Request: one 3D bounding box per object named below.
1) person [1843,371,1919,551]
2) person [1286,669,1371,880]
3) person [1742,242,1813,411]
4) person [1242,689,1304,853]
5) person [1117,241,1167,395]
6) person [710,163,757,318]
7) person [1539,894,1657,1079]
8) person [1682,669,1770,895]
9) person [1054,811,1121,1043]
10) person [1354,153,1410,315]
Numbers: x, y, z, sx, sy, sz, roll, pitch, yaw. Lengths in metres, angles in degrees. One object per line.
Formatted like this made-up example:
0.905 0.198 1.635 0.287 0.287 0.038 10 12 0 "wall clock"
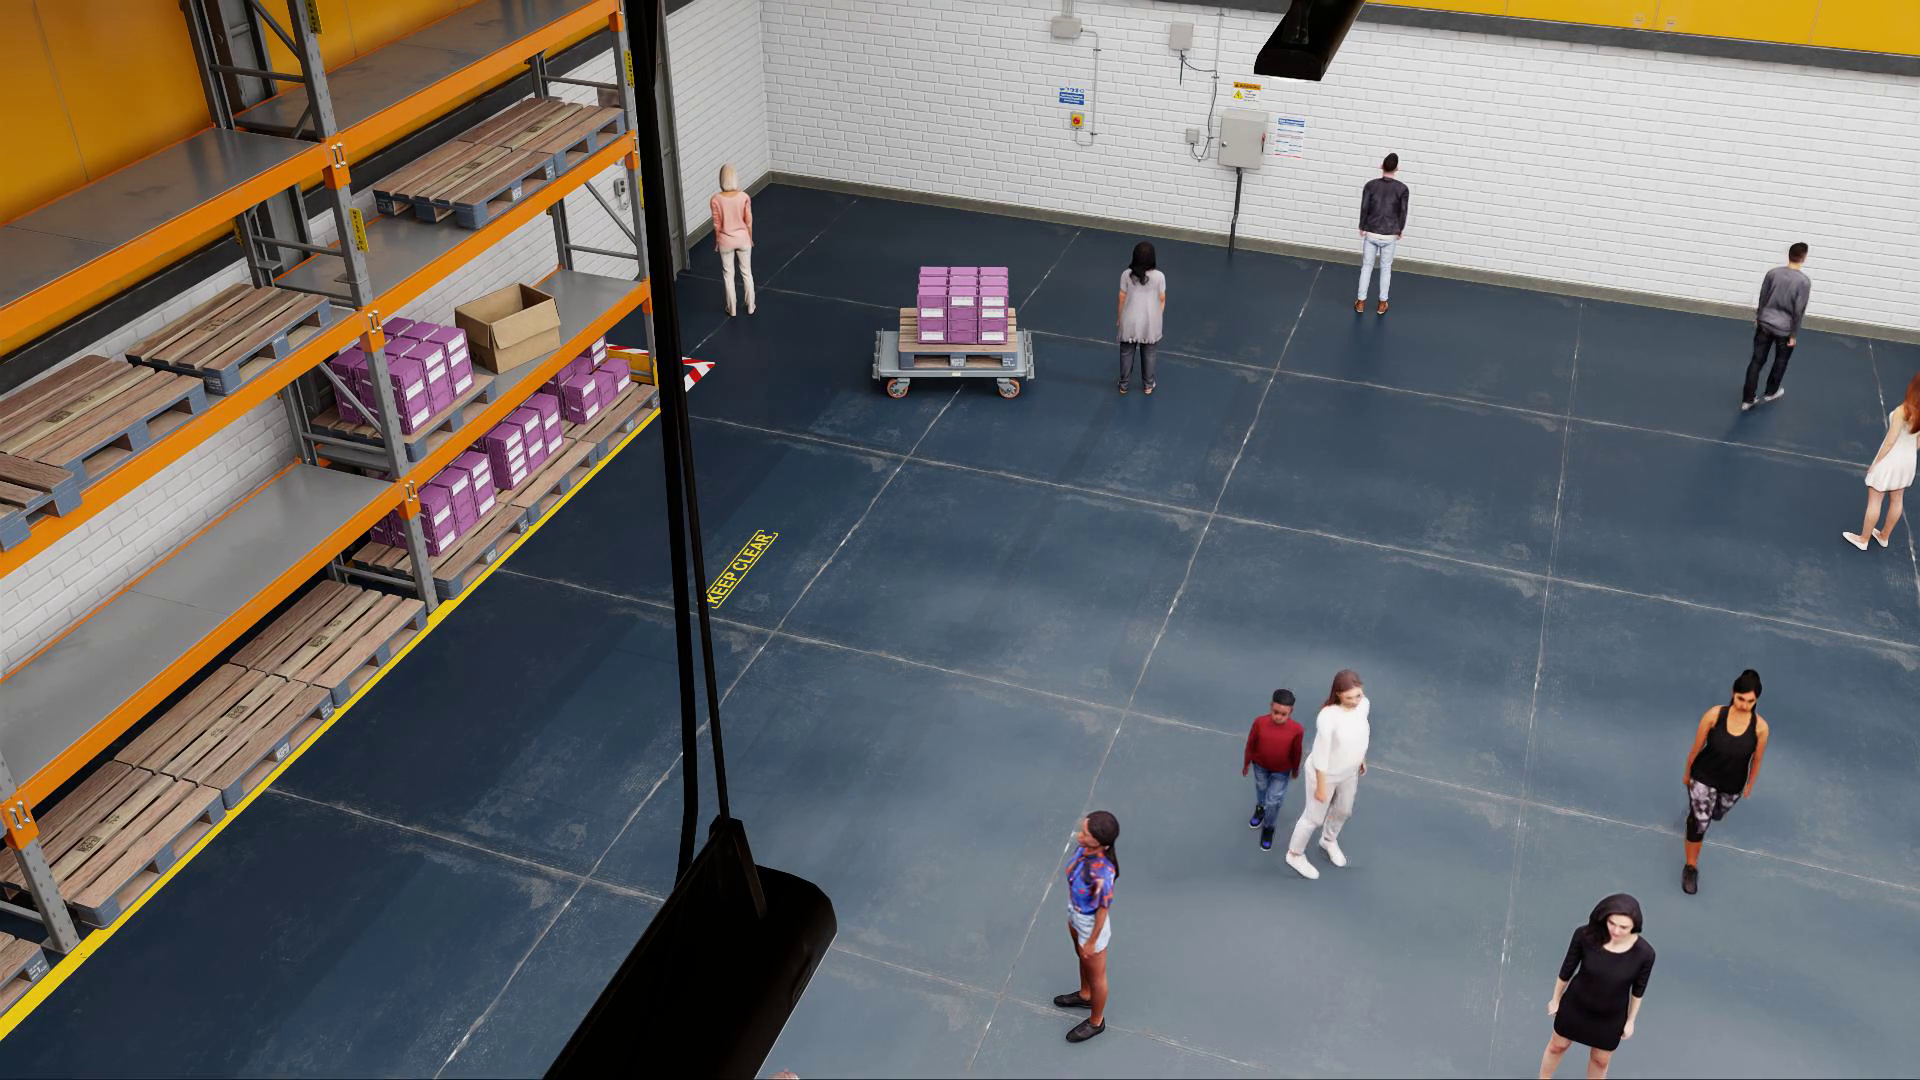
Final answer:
8.083 -0.690 14.357 0.646 1.711 0.673 -7 34 -11 "person"
2.463 1.521 11.058 0.679 1.678 0.790 -28 43 -35 "person"
8.016 -2.074 16.404 0.947 1.748 0.830 -28 43 -35 "person"
2.178 1.496 11.495 0.540 1.238 0.657 15 36 21 "person"
1.812 -2.244 16.786 0.701 1.609 0.728 3 34 4 "person"
-2.491 -3.294 18.262 0.682 1.724 0.710 -9 35 -14 "person"
3.533 2.636 9.269 0.624 1.803 0.524 15 37 22 "person"
5.047 1.533 11.075 0.633 1.640 1.007 9 35 13 "person"
0.776 2.267 9.880 0.727 1.741 0.623 -7 34 -10 "person"
4.624 -3.363 18.264 0.671 1.836 0.567 9 35 13 "person"
